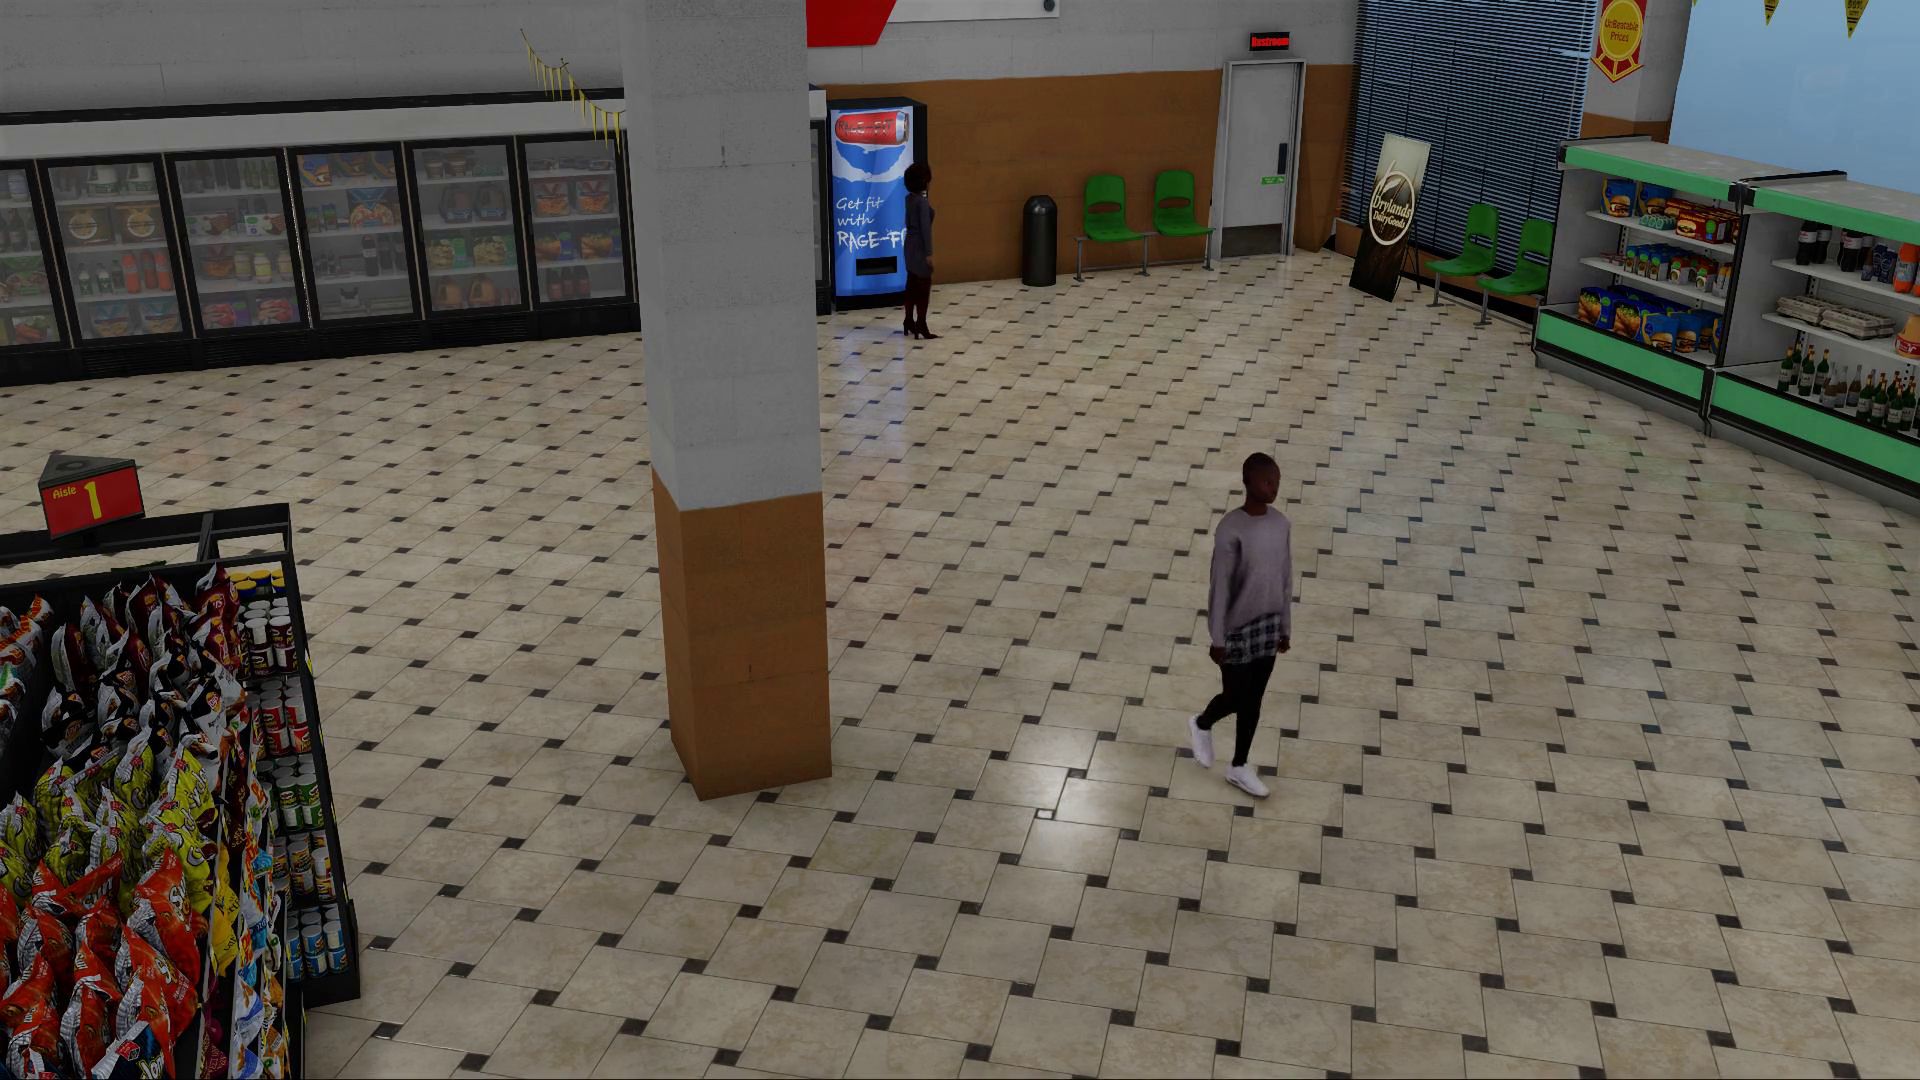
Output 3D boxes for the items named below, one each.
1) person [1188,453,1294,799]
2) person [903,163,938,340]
[{"bbox_3d":[1.363,0.396,8.235,0.734,1.767,0.846,-13,25,-29],"label":"person"},{"bbox_3d":[-0.424,-2.844,16.377,0.684,1.709,0.468,-12,25,-27],"label":"person"}]
